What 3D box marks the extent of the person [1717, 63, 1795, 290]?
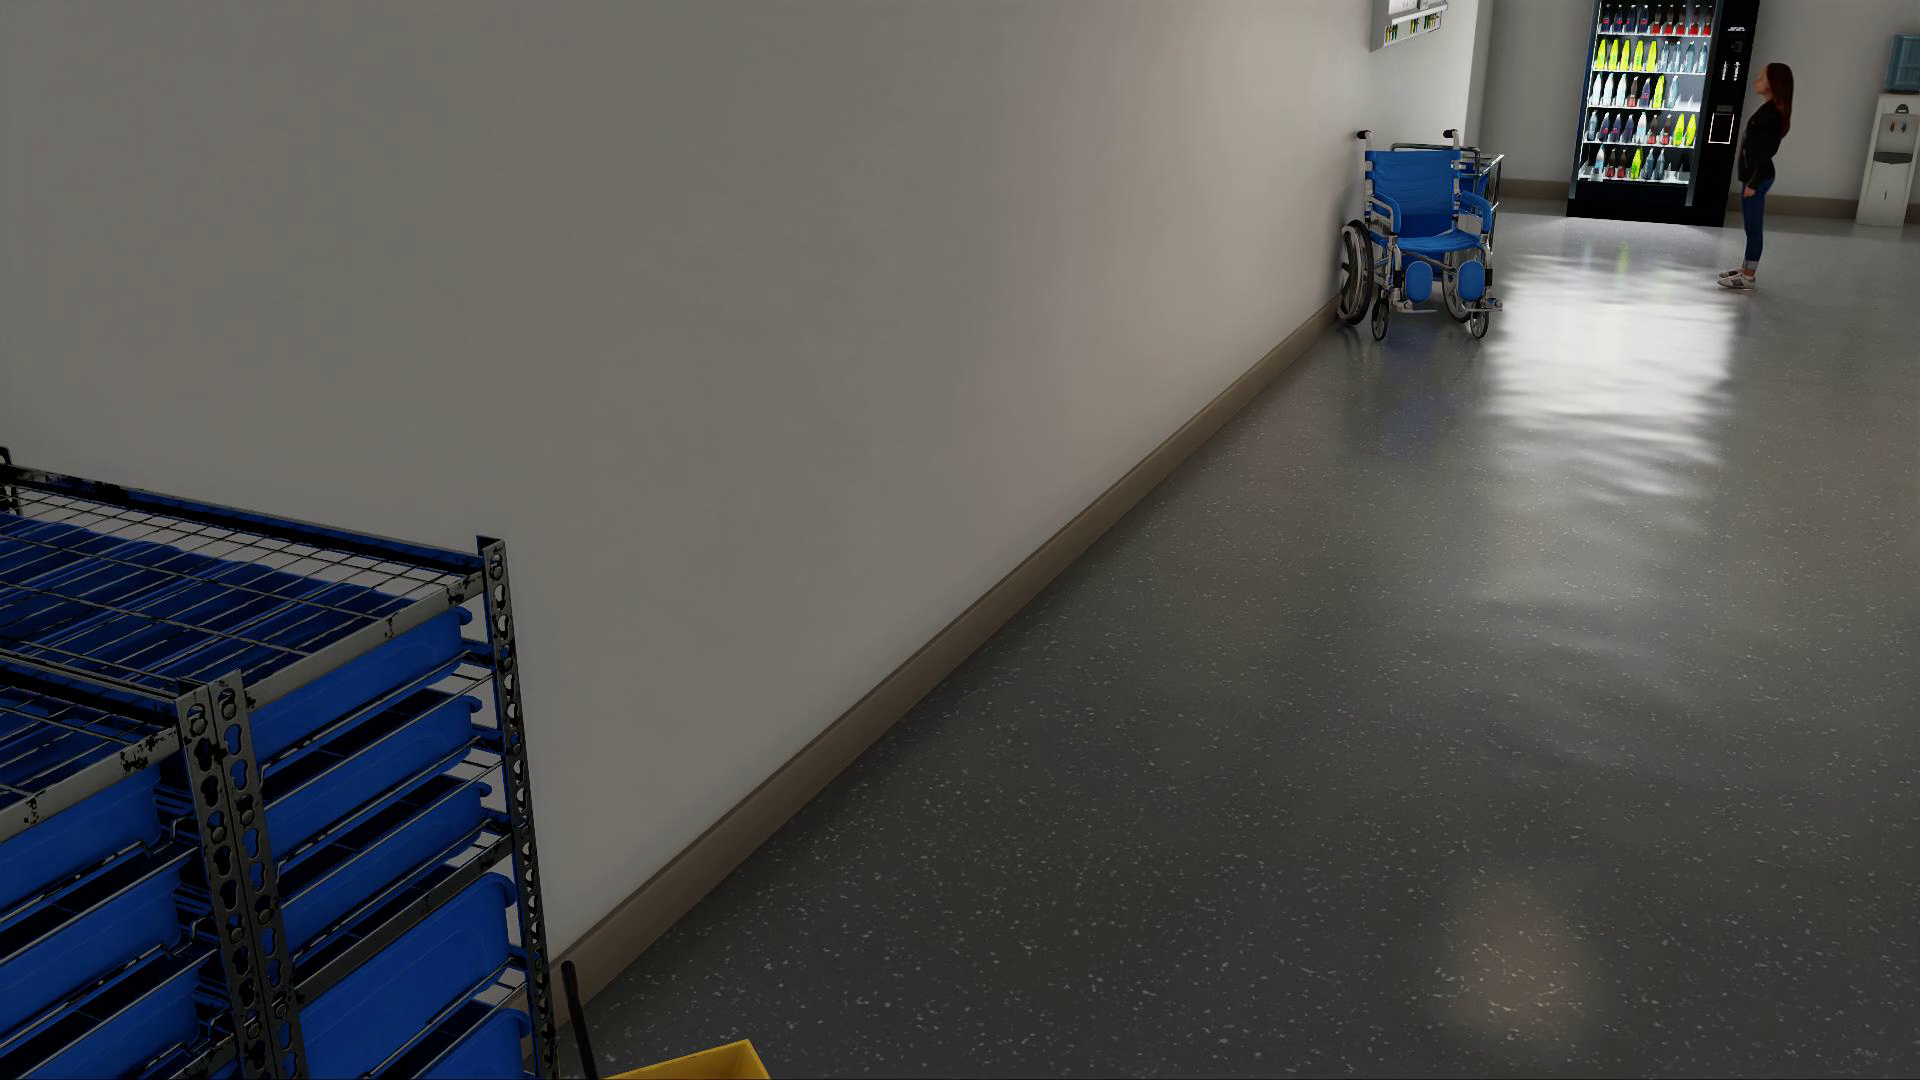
[{"bbox_3d":[5.362,-2.444,11.159,0.488,1.483,0.554,10,23,24],"label":"person"}]
